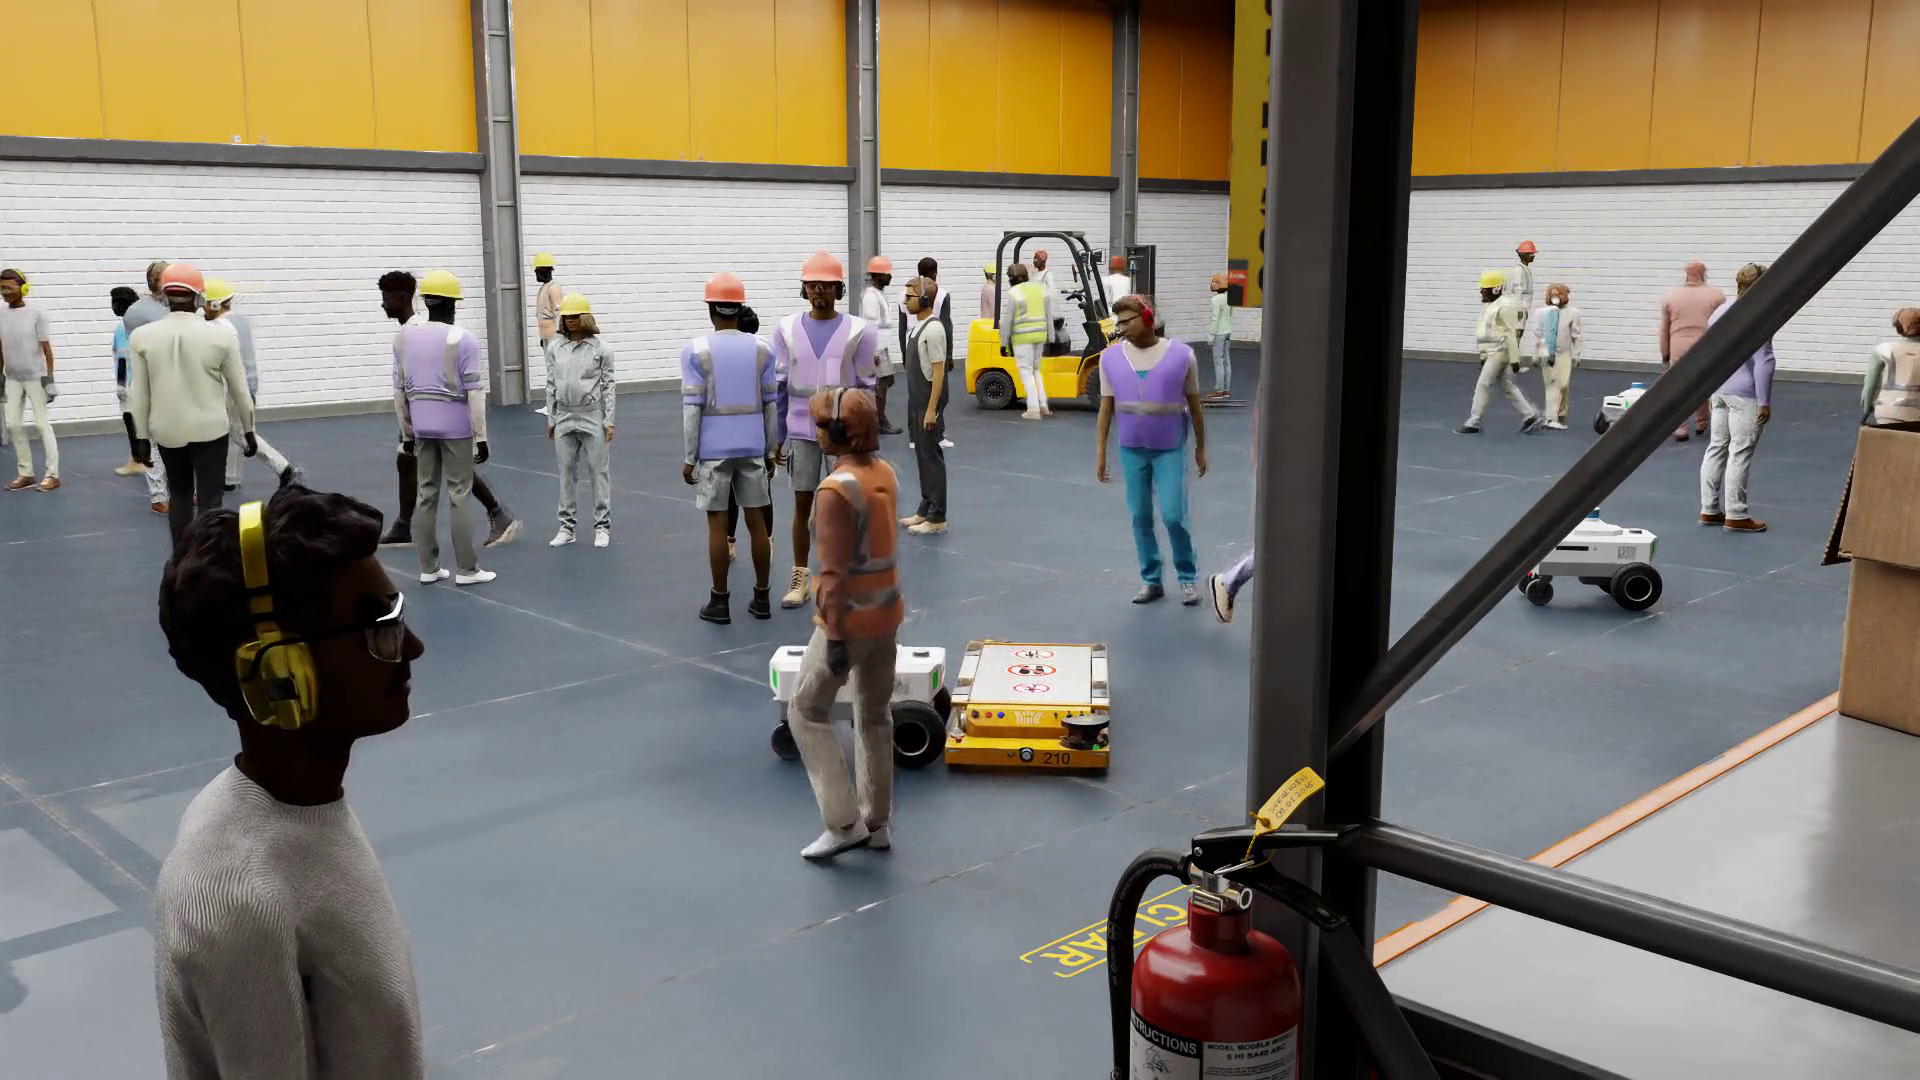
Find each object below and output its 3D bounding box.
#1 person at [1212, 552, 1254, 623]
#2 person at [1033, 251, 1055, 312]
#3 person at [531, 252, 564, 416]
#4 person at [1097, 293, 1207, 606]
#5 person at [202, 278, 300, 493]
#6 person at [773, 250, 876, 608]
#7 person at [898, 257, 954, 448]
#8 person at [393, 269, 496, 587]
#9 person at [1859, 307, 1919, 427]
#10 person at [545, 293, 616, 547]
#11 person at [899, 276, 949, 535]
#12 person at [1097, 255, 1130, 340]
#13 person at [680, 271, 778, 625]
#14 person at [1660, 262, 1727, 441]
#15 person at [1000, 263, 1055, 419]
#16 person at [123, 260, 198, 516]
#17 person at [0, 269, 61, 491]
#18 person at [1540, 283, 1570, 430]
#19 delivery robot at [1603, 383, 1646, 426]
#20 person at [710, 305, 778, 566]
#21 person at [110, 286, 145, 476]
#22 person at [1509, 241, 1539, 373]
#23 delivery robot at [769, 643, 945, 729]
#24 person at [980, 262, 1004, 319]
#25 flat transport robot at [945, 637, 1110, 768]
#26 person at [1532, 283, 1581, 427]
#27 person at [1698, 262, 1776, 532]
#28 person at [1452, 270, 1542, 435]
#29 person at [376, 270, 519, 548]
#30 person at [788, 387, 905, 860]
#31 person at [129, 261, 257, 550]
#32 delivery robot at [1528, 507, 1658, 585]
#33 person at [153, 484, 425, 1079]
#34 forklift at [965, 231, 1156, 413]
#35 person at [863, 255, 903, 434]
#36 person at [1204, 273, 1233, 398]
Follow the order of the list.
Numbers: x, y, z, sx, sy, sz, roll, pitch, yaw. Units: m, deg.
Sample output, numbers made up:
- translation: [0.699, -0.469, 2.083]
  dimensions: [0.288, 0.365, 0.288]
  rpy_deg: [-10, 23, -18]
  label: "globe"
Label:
- translation: [1.756, -0.335, 8.807]
  dimensions: [0.733, 1.738, 0.536]
  rpy_deg: [8, 13, 37]
  label: "person"
- translation: [1.307, -3.662, 26.537]
  dimensions: [0.337, 1.882, 0.584]
  rpy_deg: [-5, 11, -24]
  label: "person"
- translation: [-4.876, -2.442, 19.768]
  dimensions: [0.380, 1.928, 0.586]
  rpy_deg: [-5, 12, -27]
  label: "person"
- translation: [1.088, -0.511, 9.562]
  dimensions: [0.593, 1.805, 0.475]
  rpy_deg: [4, 11, 23]
  label: "person"
- translation: [-5.866, -1.242, 13.626]
  dimensions: [0.817, 1.803, 0.597]
  rpy_deg: [0, 10, -2]
  label: "person"
- translation: [-0.781, -0.618, 9.496]
  dimensions: [0.605, 2.048, 0.370]
  rpy_deg: [1, 10, 5]
  label: "person"
- translation: [-0.340, -1.865, 16.667]
  dimensions: [0.587, 1.913, 0.391]
  rpy_deg: [5, 12, 26]
  label: "person"
- translation: [-3.140, -0.676, 10.148]
  dimensions: [0.594, 1.923, 0.381]
  rpy_deg: [3, 11, 16]
  label: "person"
- translation: [6.887, -0.894, 12.210]
  dimensions: [0.506, 1.608, 0.731]
  rpy_deg: [3, 11, 15]
  label: "person"
- translation: [-2.602, -0.814, 11.390]
  dimensions: [0.483, 1.745, 0.301]
  rpy_deg: [1, 10, 6]
  label: "person"
- translation: [-0.252, -0.959, 11.908]
  dimensions: [0.330, 1.844, 0.520]
  rpy_deg: [-2, 11, -13]
  label: "person"
- translation: [2.238, -3.103, 23.578]
  dimensions: [0.590, 1.856, 0.768]
  rpy_deg: [-5, 11, -25]
  label: "person"
- translation: [-1.278, -0.505, 9.178]
  dimensions: [0.548, 1.937, 0.379]
  rpy_deg: [-5, 12, -25]
  label: "person"
- translation: [7.693, -1.980, 17.467]
  dimensions: [0.655, 1.845, 1.023]
  rpy_deg: [6, 12, 28]
  label: "person"
- translation: [0.784, -2.304, 19.355]
  dimensions: [0.645, 1.804, 0.512]
  rpy_deg: [-8, 13, -38]
  label: "person"
- translation: [-6.062, -1.162, 12.757]
  dimensions: [0.372, 1.940, 0.627]
  rpy_deg: [4, 11, 19]
  label: "person"
- translation: [-7.828, -1.332, 13.927]
  dimensions: [0.526, 1.859, 0.343]
  rpy_deg: [1, 10, 6]
  label: "person"
- translation: [6.604, -2.029, 18.406]
  dimensions: [0.392, 1.605, 0.574]
  rpy_deg: [5, 12, 27]
  label: "person"
- translation: [7.226, -1.438, 17.787]
  dimensions: [0.707, 0.478, 0.477]
  rpy_deg: [-6, 12, -30]
  label: "delivery robot"
- translation: [-1.393, -0.665, 10.716]
  dimensions: [0.529, 1.694, 0.321]
  rpy_deg: [2, 11, 12]
  label: "person"
- translation: [-7.308, -1.408, 14.756]
  dimensions: [0.430, 1.687, 0.549]
  rpy_deg: [-1, 10, -6]
  label: "person"
- translation: [8.756, -3.620, 25.872]
  dimensions: [0.378, 2.045, 0.605]
  rpy_deg: [5, 11, 25]
  label: "person"
- translation: [-0.420, 0.568, 6.845]
  dimensions: [0.707, 0.478, 0.477]
  rpy_deg: [0, 10, 2]
  label: "delivery robot"
- translation: [0.427, -2.923, 22.840]
  dimensions: [0.329, 1.765, 0.526]
  rpy_deg: [-3, 11, -14]
  label: "person"
- translation: [0.319, 0.681, 7.261]
  dimensions: [0.652, 0.197, 1.431]
  rpy_deg: [1, 10, 4]
  label: "flat transport robot"
- translation: [6.561, -2.025, 18.332]
  dimensions: [0.519, 1.610, 0.408]
  rpy_deg: [5, 11, 24]
  label: "person"
- translation: [5.632, -1.028, 12.031]
  dimensions: [0.352, 1.937, 0.635]
  rpy_deg: [-2, 11, -12]
  label: "person"
- translation: [5.784, -1.982, 17.692]
  dimensions: [0.899, 1.782, 0.608]
  rpy_deg: [1, 10, 5]
  label: "person"
- translation: [-3.564, -0.885, 11.393]
  dimensions: [0.964, 1.917, 0.644]
  rpy_deg: [-4, 11, -21]
  label: "person"
- translation: [-0.388, 0.290, 5.695]
  dimensions: [0.401, 1.626, 0.530]
  rpy_deg: [5, 12, 25]
  label: "person"
- translation: [-4.520, -0.654, 9.893]
  dimensions: [0.635, 1.975, 0.632]
  rpy_deg: [-2, 11, -9]
  label: "person"
- translation: [3.649, 0.050, 9.672]
  dimensions: [0.707, 0.478, 0.477]
  rpy_deg: [1, 11, 8]
  label: "delivery robot"
- translation: [-0.682, 0.869, 1.860]
  dimensions: [0.328, 1.877, 0.510]
  rpy_deg: [-4, 11, -20]
  label: "person"
- translation: [1.222, -2.721, 20.561]
  dimensions: [2.313, 2.155, 1.214]
  rpy_deg: [2, 11, 13]
  label: "forklift"
- translation: [-0.916, -2.082, 17.829]
  dimensions: [0.557, 1.918, 0.556]
  rpy_deg: [2, 10, 8]
  label: "person"
- translation: [3.415, -2.683, 21.886]
  dimensions: [0.283, 1.633, 0.497]
  rpy_deg: [7, 13, 34]
  label: "person"
